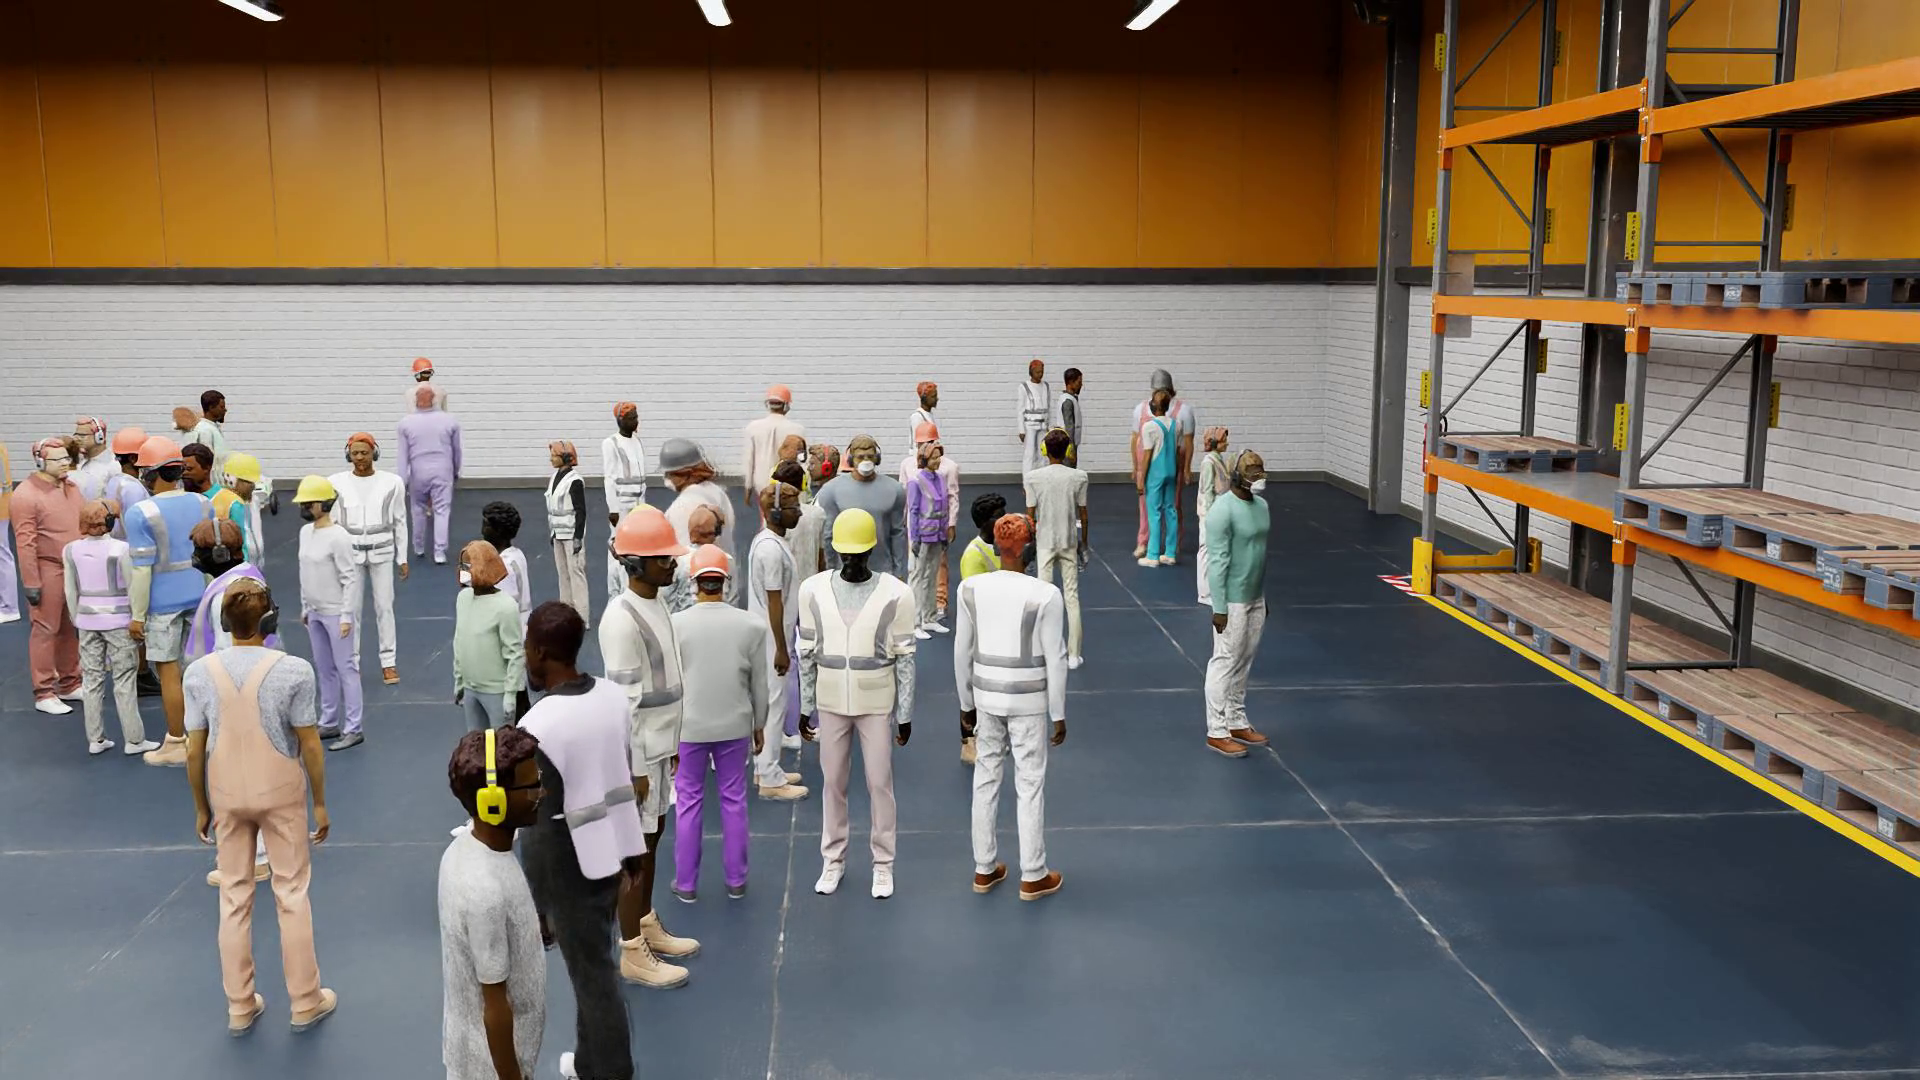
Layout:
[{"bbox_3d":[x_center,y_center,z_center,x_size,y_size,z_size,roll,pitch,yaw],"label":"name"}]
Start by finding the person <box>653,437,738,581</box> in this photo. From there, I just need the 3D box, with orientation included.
[{"bbox_3d":[-1.692,0.326,10.613,0.550,2.000,0.740,3,10,19],"label":"person"}]

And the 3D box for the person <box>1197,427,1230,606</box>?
[{"bbox_3d":[2.329,-0.222,15.301,0.310,1.642,0.514,3,9,17],"label":"person"}]

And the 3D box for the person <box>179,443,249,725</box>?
[{"bbox_3d":[-5.033,0.312,11.149,0.595,1.897,0.386,3,9,18],"label":"person"}]

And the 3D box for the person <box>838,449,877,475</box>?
[{"bbox_3d":[-0.756,0.193,12.343,0.330,1.753,0.561,0,9,-3],"label":"person"}]

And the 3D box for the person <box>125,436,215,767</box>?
[{"bbox_3d":[-4.875,0.379,10.272,0.379,2.044,0.607,4,10,21],"label":"person"}]

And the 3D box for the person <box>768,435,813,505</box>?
[{"bbox_3d":[-1.492,-0.123,14.741,0.279,1.628,0.507,8,12,42],"label":"person"}]

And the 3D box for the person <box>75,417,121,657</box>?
[{"bbox_3d":[-6.867,-0.028,13.255,0.638,1.910,0.407,4,10,24],"label":"person"}]

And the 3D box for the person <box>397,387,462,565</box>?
[{"bbox_3d":[-5.606,-0.692,17.611,0.643,1.844,1.019,-3,10,-18],"label":"person"}]

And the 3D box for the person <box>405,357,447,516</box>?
[{"bbox_3d":[-6.719,-1.298,20.956,0.380,1.995,0.611,6,11,31],"label":"person"}]

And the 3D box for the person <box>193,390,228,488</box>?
[{"bbox_3d":[-7.322,-0.510,16.288,0.396,1.911,0.587,-3,10,-19],"label":"person"}]

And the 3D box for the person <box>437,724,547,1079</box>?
[{"bbox_3d":[-1.192,1.401,4.400,0.329,1.872,0.508,-4,10,-23],"label":"person"}]

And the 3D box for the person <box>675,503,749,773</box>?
[{"bbox_3d":[-1.535,0.595,10.160,0.523,1.645,0.306,7,11,38],"label":"person"}]

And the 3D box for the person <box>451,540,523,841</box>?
[{"bbox_3d":[-2.520,0.809,8.851,0.499,1.634,0.279,7,11,37],"label":"person"}]

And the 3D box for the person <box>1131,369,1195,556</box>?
[{"bbox_3d":[2.146,-0.829,17.865,0.687,2.000,0.536,4,10,21],"label":"person"}]

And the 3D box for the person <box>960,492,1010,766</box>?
[{"bbox_3d":[0.161,0.545,10.308,0.319,1.695,0.539,3,10,18],"label":"person"}]

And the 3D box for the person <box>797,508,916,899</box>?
[{"bbox_3d":[-0.505,0.790,8.089,0.586,1.919,0.394,2,9,10],"label":"person"}]

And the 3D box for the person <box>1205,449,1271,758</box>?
[{"bbox_3d":[1.772,0.388,10.541,0.355,1.938,0.636,7,11,36],"label":"person"}]

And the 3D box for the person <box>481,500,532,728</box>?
[{"bbox_3d":[-2.698,0.610,9.906,0.316,1.695,0.542,-1,9,-8],"label":"person"}]

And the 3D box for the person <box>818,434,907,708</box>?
[{"bbox_3d":[-0.666,0.230,11.533,0.629,1.940,0.377,-3,10,-18],"label":"person"}]

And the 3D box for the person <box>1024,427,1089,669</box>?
[{"bbox_3d":[0.732,0.067,12.771,0.519,1.873,0.335,0,9,-2],"label":"person"}]

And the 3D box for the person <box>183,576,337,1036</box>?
[{"bbox_3d":[-2.789,1.057,6.630,0.513,1.844,0.328,-1,9,-6],"label":"person"}]

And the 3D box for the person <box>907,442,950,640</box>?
[{"bbox_3d":[-0.268,-0.003,13.929,0.315,1.641,0.515,6,11,31],"label":"person"}]

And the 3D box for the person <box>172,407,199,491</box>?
[{"bbox_3d":[-8.339,-0.623,17.905,0.502,1.617,0.493,7,12,39],"label":"person"}]

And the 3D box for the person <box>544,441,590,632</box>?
[{"bbox_3d":[-3.324,-0.025,14.071,0.307,1.639,0.525,-7,11,-38],"label":"person"}]

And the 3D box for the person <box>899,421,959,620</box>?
[{"bbox_3d":[-0.287,-0.168,14.611,0.564,1.751,0.330,2,9,14],"label":"person"}]

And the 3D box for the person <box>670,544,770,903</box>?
[{"bbox_3d":[-1.205,0.884,8.062,0.577,1.737,0.355,-3,10,-20],"label":"person"}]

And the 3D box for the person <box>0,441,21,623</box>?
[{"bbox_3d":[-8.425,-0.231,14.458,0.379,1.928,0.585,-5,10,-27],"label":"person"}]

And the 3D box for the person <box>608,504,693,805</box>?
[{"bbox_3d":[-1.765,0.657,9.472,0.492,1.740,0.319,0,9,1],"label":"person"}]

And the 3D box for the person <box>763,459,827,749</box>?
[{"bbox_3d":[-1.071,0.407,10.663,0.327,1.865,0.519,9,13,44],"label":"person"}]

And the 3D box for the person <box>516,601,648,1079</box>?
[{"bbox_3d":[-1.345,1.160,5.888,0.548,1.889,0.643,3,10,19],"label":"person"}]

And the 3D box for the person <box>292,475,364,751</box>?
[{"bbox_3d":[-4.049,0.462,10.619,0.526,1.768,0.331,7,11,37],"label":"person"}]

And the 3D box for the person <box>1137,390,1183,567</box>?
[{"bbox_3d":[2.069,-0.636,17.261,0.504,1.847,0.344,-6,11,-32],"label":"person"}]

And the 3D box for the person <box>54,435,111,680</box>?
[{"bbox_3d":[-6.635,0.132,12.485,0.357,1.836,0.511,3,10,19],"label":"person"}]

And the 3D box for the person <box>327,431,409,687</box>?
[{"bbox_3d":[-4.370,0.141,12.269,0.574,1.883,0.361,-3,9,-17],"label":"person"}]

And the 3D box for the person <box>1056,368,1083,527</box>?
[{"bbox_3d":[1.314,-1.116,20.047,0.391,1.920,0.593,0,9,1],"label":"person"}]

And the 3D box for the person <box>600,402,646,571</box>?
[{"bbox_3d":[-3.028,-0.315,15.127,0.353,1.883,0.573,3,10,19],"label":"person"}]

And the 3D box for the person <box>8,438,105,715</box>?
[{"bbox_3d":[-6.258,0.240,11.573,0.400,1.907,0.644,1,9,7],"label":"person"}]

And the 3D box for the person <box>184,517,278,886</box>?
[{"bbox_3d":[-3.633,0.794,8.323,0.429,1.836,0.627,-3,9,-16],"label":"person"}]

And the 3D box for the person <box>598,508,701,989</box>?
[{"bbox_3d":[-1.325,0.878,7.140,0.375,2.044,0.605,0,9,2],"label":"person"}]

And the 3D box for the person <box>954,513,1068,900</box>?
[{"bbox_3d":[0.252,0.805,8.094,0.578,1.882,0.346,5,10,28],"label":"person"}]

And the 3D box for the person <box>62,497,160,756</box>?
[{"bbox_3d":[-5.355,0.550,10.455,0.514,1.642,0.311,1,9,8],"label":"person"}]

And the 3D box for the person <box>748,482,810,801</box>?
[{"bbox_3d":[-1.063,0.579,9.635,0.332,1.844,0.508,-2,9,-11],"label":"person"}]

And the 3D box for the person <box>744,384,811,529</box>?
[{"bbox_3d":[-1.764,-0.548,16.360,0.644,1.952,0.935,1,9,6],"label":"person"}]

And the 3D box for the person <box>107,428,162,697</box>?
[{"bbox_3d":[-5.907,0.159,11.983,0.356,1.937,0.552,-8,12,-41],"label":"person"}]

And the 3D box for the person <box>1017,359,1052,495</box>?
[{"bbox_3d":[1.036,-1.539,22.848,0.584,1.879,0.367,-8,12,-40],"label":"person"}]

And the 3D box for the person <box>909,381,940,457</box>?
[{"bbox_3d":[-0.381,-0.771,17.990,0.339,1.882,0.581,2,9,13],"label":"person"}]
